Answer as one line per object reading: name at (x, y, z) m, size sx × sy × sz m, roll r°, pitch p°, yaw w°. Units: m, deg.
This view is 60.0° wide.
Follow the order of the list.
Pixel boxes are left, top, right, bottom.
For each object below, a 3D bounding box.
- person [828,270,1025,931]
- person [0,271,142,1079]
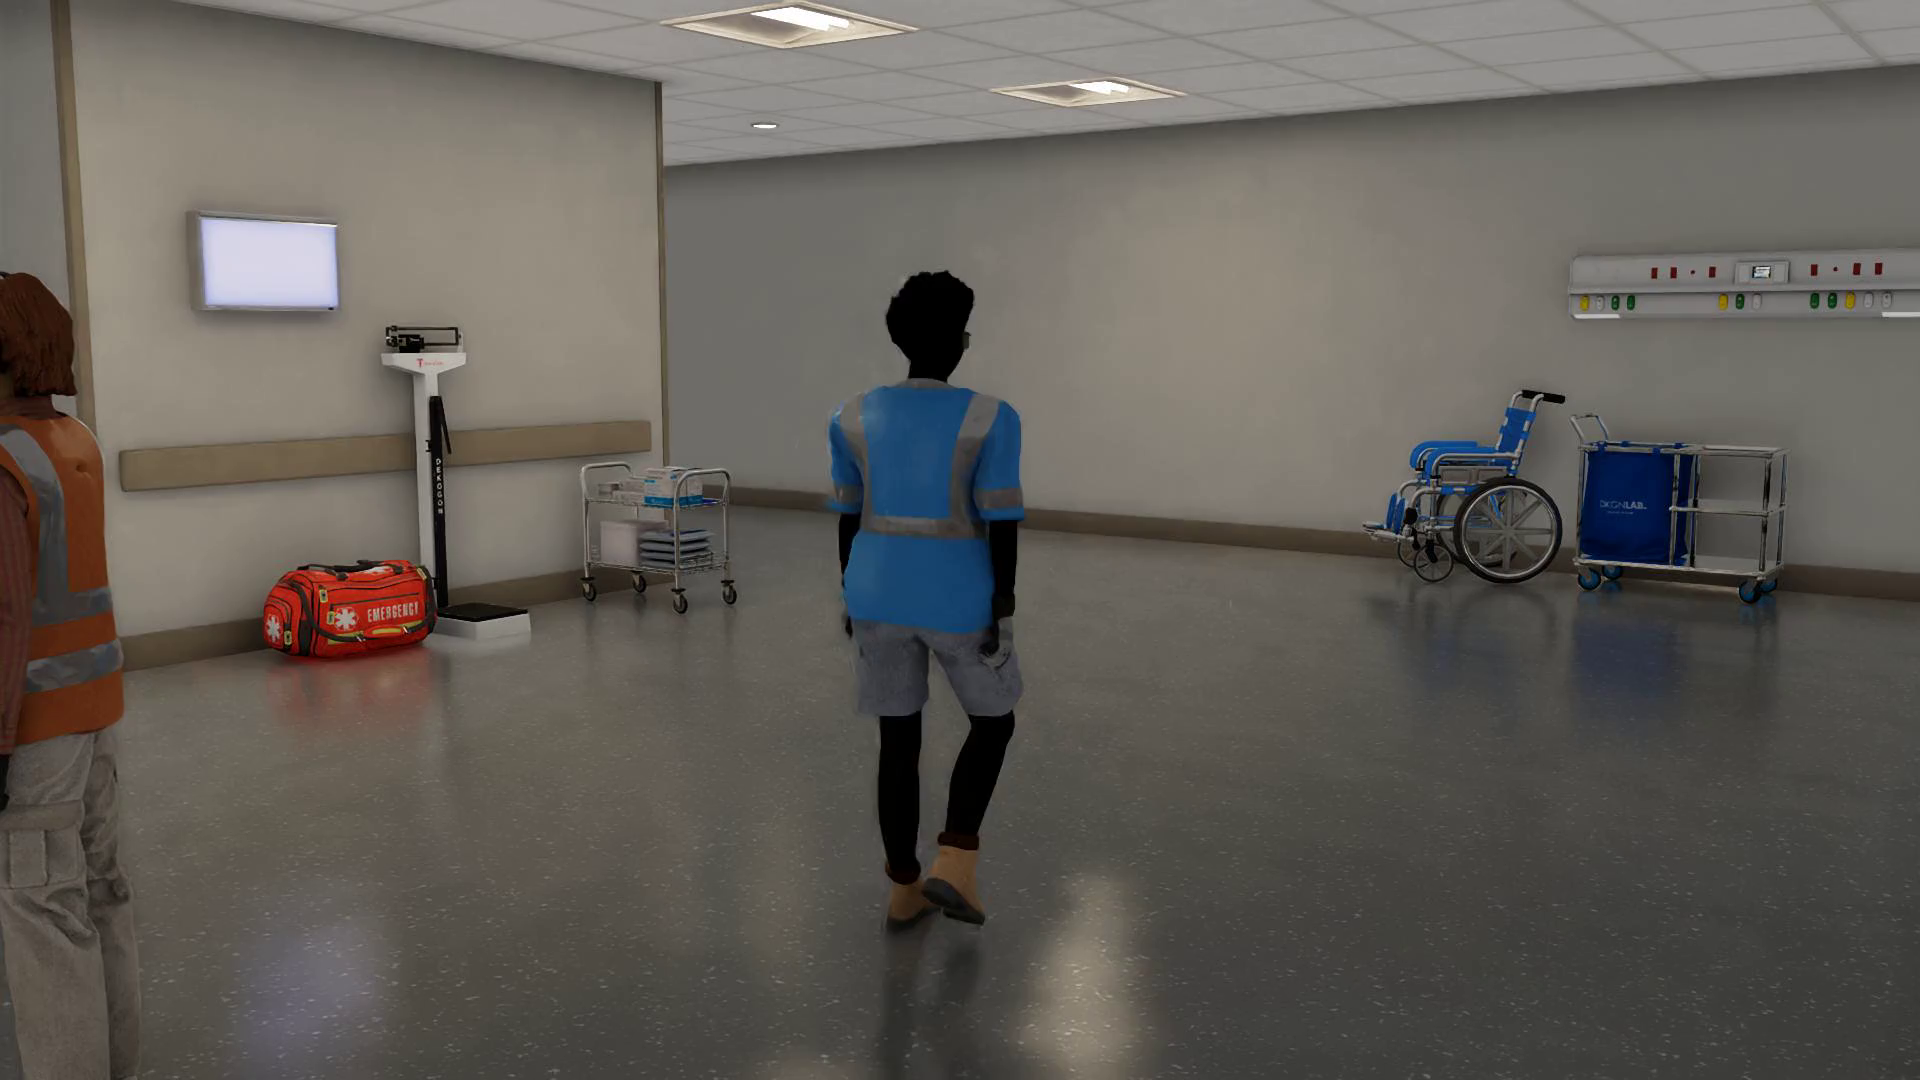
person at (-0.080, 0.170, 4.213) m, size 0.537 × 1.688 × 0.359 m, roll 2°, pitch 7°, yaw 18°
person at (-1.669, 0.342, 3.002) m, size 0.305 × 1.639 × 0.522 m, roll -2°, pitch 7°, yaw -12°
